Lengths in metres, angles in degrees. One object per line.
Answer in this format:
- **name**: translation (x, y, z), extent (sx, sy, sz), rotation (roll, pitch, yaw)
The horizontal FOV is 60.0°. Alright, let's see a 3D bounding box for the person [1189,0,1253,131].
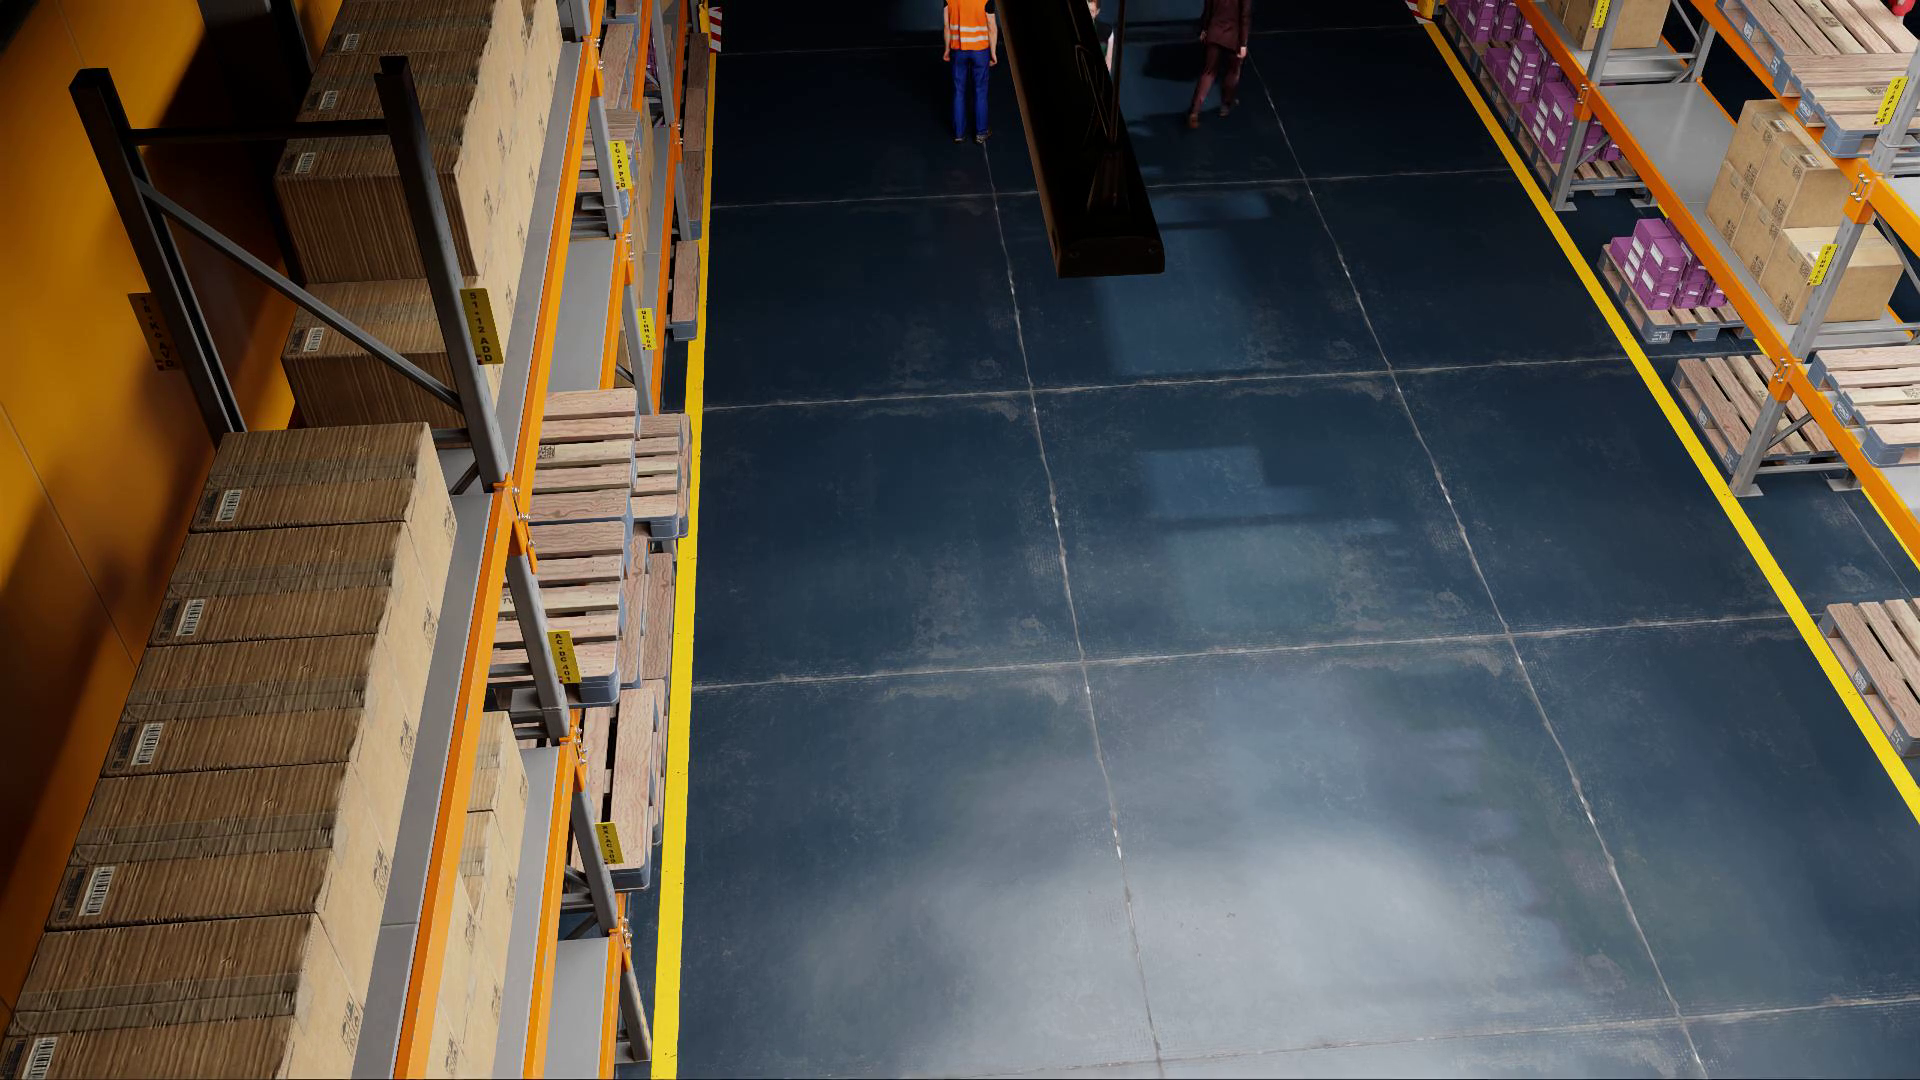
- **person**: translation (2.524, -4.842, 16.061), extent (1.099, 1.840, 1.226), rotation (24, 49, 23)

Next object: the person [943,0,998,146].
- **person**: translation (0.088, -4.677, 15.855), extent (0.748, 1.885, 0.712), rotation (6, 44, 7)
